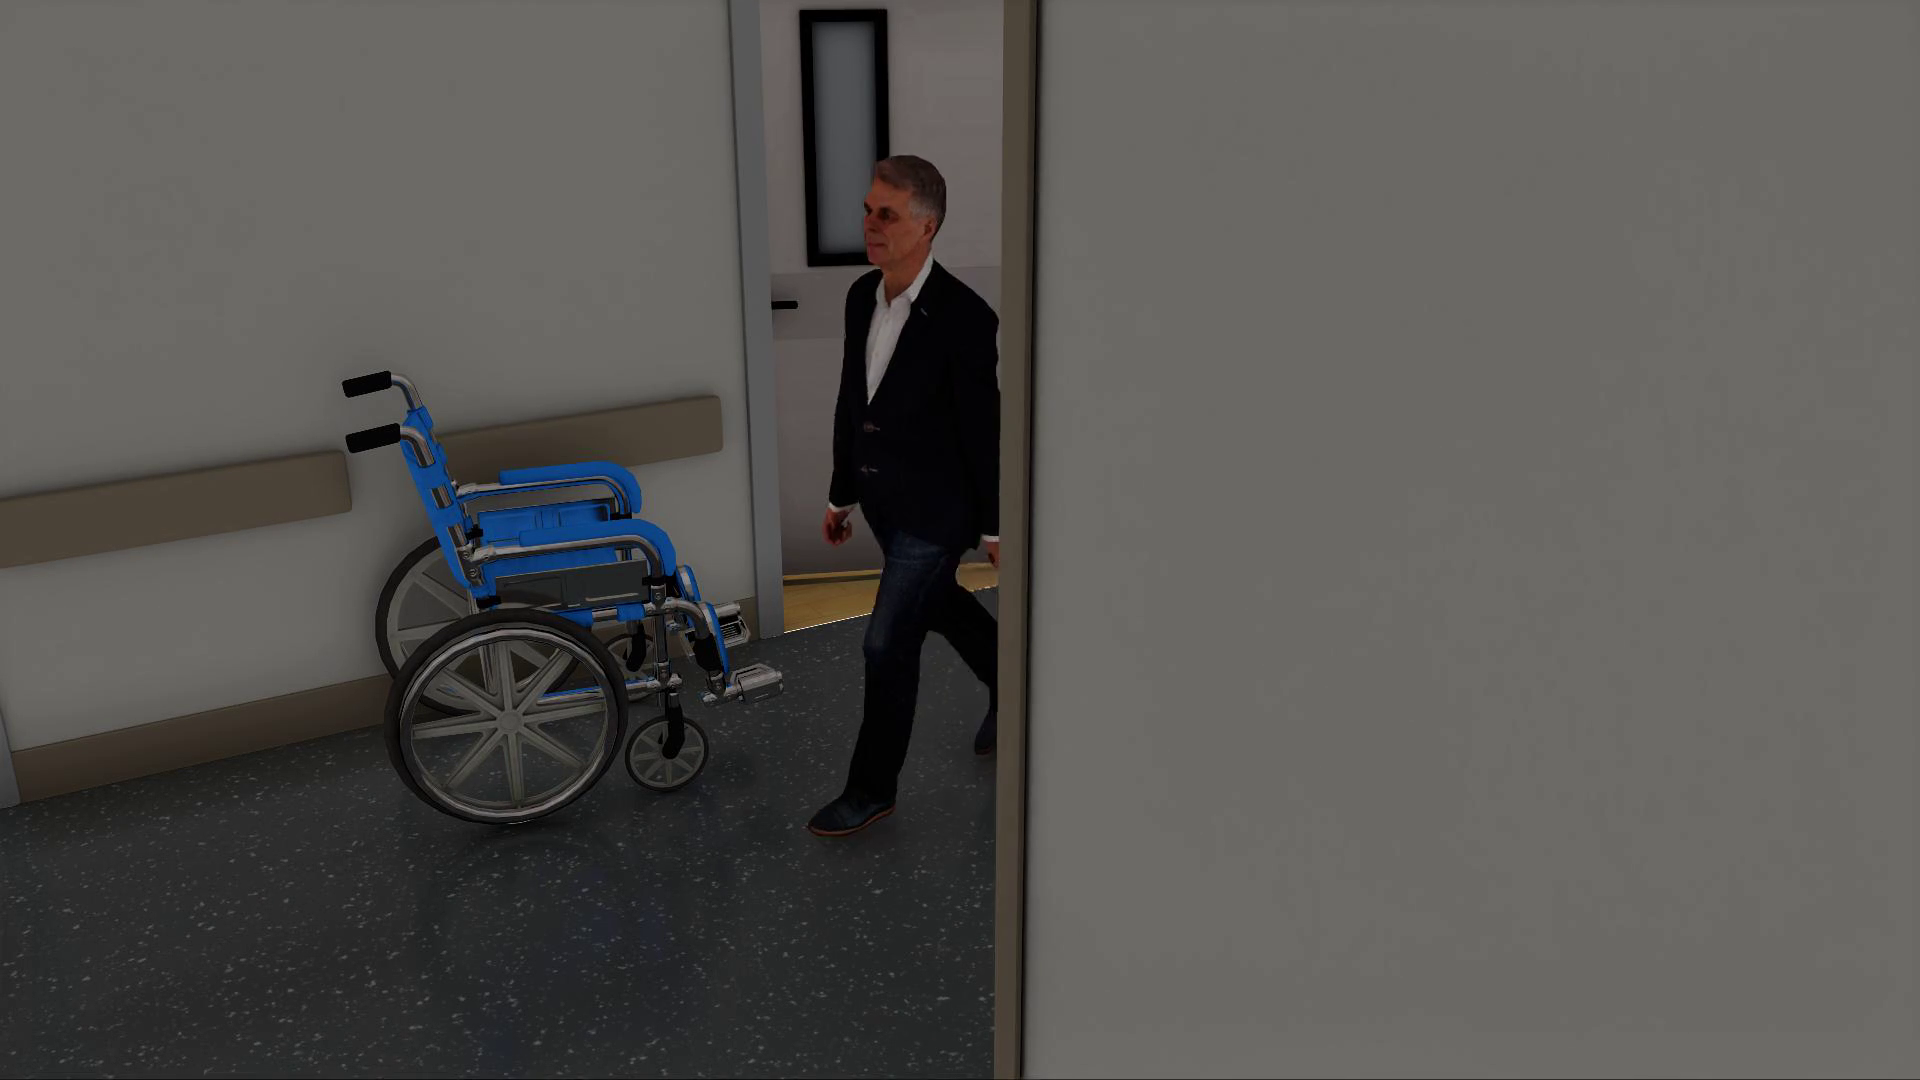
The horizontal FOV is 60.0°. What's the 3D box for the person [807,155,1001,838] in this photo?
[{"bbox_3d":[-0.047,-0.133,4.524,1.202,1.785,0.777,-18,27,-39],"label":"person"}]
